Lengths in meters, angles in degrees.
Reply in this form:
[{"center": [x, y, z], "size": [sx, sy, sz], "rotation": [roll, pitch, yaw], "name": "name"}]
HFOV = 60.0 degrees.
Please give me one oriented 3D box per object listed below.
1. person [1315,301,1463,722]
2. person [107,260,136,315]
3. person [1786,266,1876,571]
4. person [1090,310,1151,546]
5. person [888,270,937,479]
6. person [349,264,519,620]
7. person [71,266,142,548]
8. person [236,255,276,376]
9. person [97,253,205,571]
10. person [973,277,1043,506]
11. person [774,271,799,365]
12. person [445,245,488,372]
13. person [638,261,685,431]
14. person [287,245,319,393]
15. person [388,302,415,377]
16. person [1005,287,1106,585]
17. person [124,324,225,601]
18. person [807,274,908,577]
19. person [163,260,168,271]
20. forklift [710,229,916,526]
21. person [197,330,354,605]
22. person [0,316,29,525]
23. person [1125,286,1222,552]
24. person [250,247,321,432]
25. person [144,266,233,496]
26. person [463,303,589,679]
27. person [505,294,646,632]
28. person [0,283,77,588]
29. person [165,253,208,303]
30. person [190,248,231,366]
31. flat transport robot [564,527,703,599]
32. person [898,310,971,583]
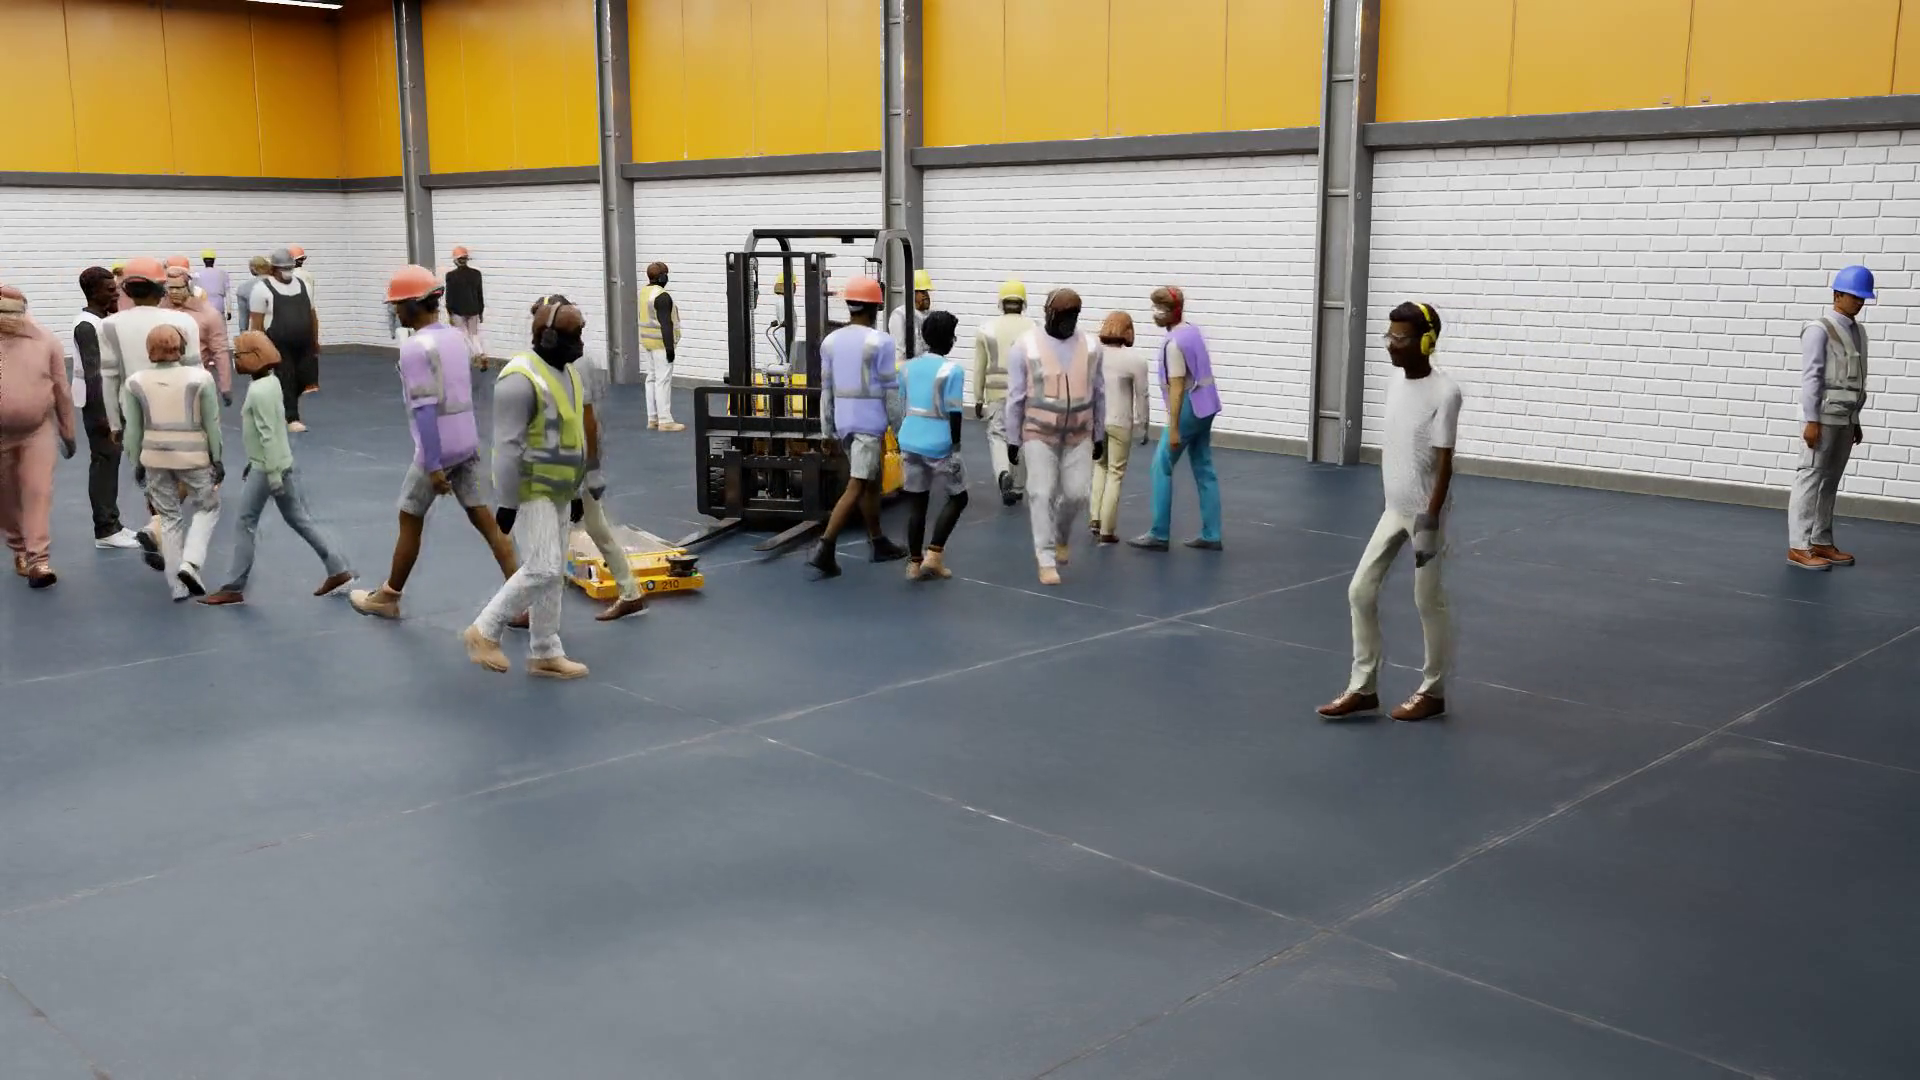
[{"center": [1.859, -0.093, 7.171], "size": [0.740, 1.844, 0.565], "rotation": [-4, 11, -22], "name": "person"}, {"center": [-12.747, -3.392, 25.400], "size": [0.551, 1.752, 0.374], "rotation": [-3, 11, -16], "name": "person"}, {"center": [5.608, -0.782, 10.687], "size": [0.602, 1.939, 0.401], "rotation": [-7, 13, -35], "name": "person"}, {"center": [1.066, -0.777, 11.540], "size": [0.518, 1.613, 0.527], "rotation": [6, 12, 28], "name": "person"}, {"center": [-0.362, -1.422, 14.467], "size": [0.404, 1.833, 0.587], "rotation": [7, 12, 34], "name": "person"}, {"center": [-2.844, -0.504, 9.094], "size": [1.108, 1.977, 0.636], "rotation": [3, 11, 15], "name": "person"}, {"center": [-5.879, -0.906, 11.417], "size": [0.392, 1.920, 0.588], "rotation": [-4, 11, -18], "name": "person"}, {"center": [-8.220, -2.424, 19.779], "size": [0.667, 1.899, 0.671], "rotation": [-3, 11, -17], "name": "person"}, {"center": [-5.087, -0.788, 10.488], "size": [0.619, 2.028, 0.765], "rotation": [0, 10, -2], "name": "person"}, {"center": [0.405, -1.143, 13.004], "size": [0.597, 1.808, 0.738], "rotation": [0, 10, -3], "name": "person"}, {"center": [-1.959, -2.193, 18.913], "size": [0.294, 1.744, 0.486], "rotation": [-1, 10, -7], "name": "person"}, {"center": [-7.486, -3.470, 25.229], "size": [0.628, 1.981, 0.649], "rotation": [-10, 14, -42], "name": "person"}, {"center": [-3.273, -2.119, 18.230], "size": [0.429, 1.846, 0.633], "rotation": [-7, 12, -32], "name": "person"}, {"center": [-8.963, -2.993, 22.592], "size": [0.380, 1.995, 0.611], "rotation": [1, 10, 4], "name": "person"}, {"center": [-7.968, -3.031, 23.837], "size": [0.591, 1.613, 0.510], "rotation": [9, 14, 40], "name": "person"}, {"center": [0.578, -0.647, 10.277], "size": [0.655, 1.819, 0.511], "rotation": [-3, 11, -14], "name": "person"}, {"center": [-4.542, -0.440, 9.656], "size": [0.531, 1.621, 0.390], "rotation": [-1, 10, -8], "name": "person"}, {"center": [-0.667, -0.730, 10.545], "size": [0.537, 1.897, 0.978], "rotation": [9, 13, 39], "name": "person"}, {"center": [-9.140, -2.342, 19.384], "size": [0.921, 1.875, 0.638], "rotation": [6, 12, 29], "name": "person"}, {"center": [-1.050, -1.319, 12.920], "size": [1.214, 2.155, 2.313], "rotation": [2, 11, 13], "name": "forklift"}, {"center": [-3.997, -0.425, 9.680], "size": [0.843, 1.594, 0.513], "rotation": [-2, 11, -12], "name": "person"}, {"center": [-7.307, -1.126, 12.558], "size": [0.608, 1.954, 1.002], "rotation": [-3, 11, -18], "name": "person"}, {"center": [1.475, -0.800, 11.192], "size": [0.609, 1.799, 0.647], "rotation": [5, 12, 25], "name": "person"}, {"center": [-7.385, -2.210, 18.193], "size": [0.743, 2.000, 0.697], "rotation": [9, 14, 40], "name": "person"}, {"center": [-6.329, -1.273, 13.526], "size": [0.783, 1.885, 0.523], "rotation": [-2, 11, -12], "name": "person"}, {"center": [-2.031, -0.219, 7.949], "size": [0.535, 1.820, 0.648], "rotation": [2, 11, 9], "name": "person"}, {"center": [-2.127, -0.419, 9.066], "size": [0.847, 1.811, 0.529], "rotation": [-4, 11, -19], "name": "person"}, {"center": [-5.753, -0.637, 10.162], "size": [0.656, 1.841, 0.987], "rotation": [-6, 12, -30], "name": "person"}, {"center": [-8.373, -2.112, 17.944], "size": [0.544, 1.938, 0.355], "rotation": [-6, 12, -28], "name": "person"}, {"center": [-12.242, -3.794, 27.162], "size": [0.628, 1.923, 0.426], "rotation": [-5, 12, -26], "name": "person"}, {"center": [-2.167, 0.112, 10.360], "size": [0.652, 0.197, 1.431], "rotation": [-6, 12, -29], "name": "flat transport robot"}, {"center": [-0.164, -0.561, 10.173], "size": [0.548, 1.674, 0.361], "rotation": [9, 14, 41], "name": "person"}]
